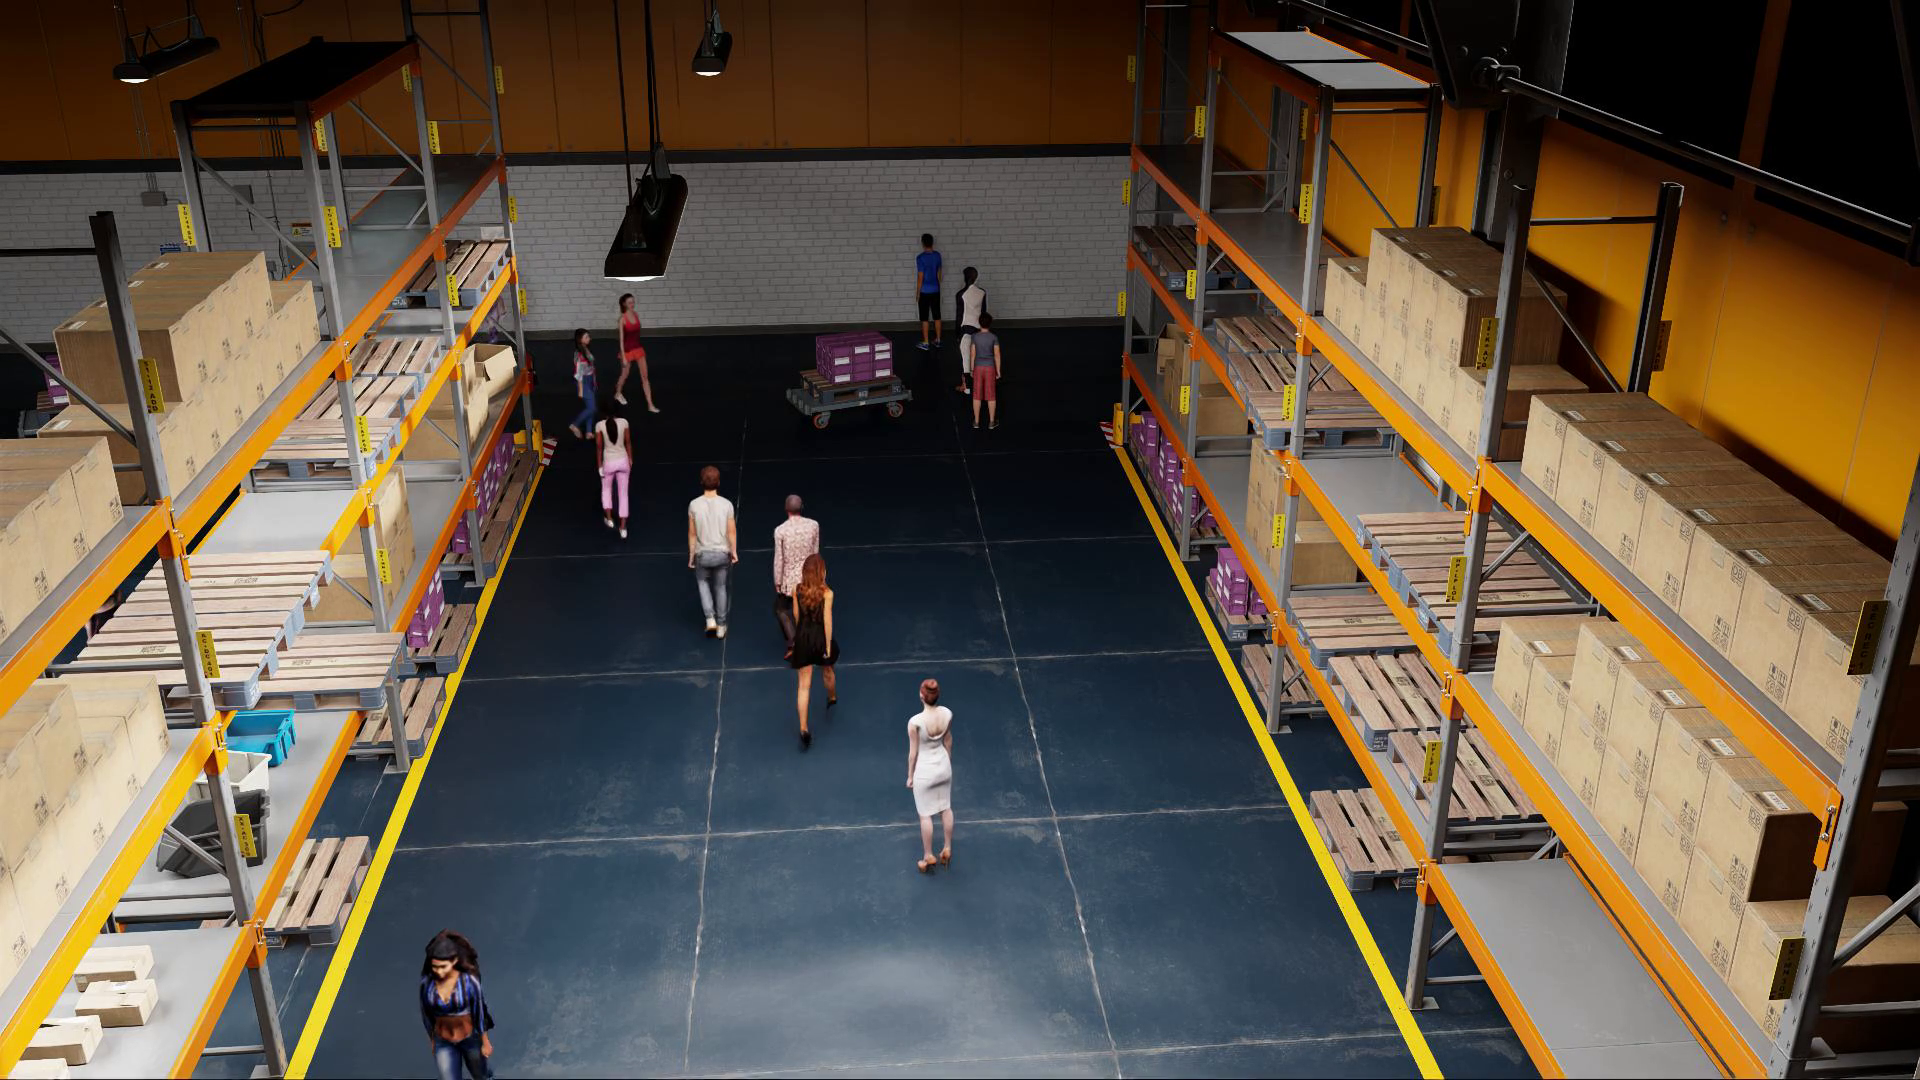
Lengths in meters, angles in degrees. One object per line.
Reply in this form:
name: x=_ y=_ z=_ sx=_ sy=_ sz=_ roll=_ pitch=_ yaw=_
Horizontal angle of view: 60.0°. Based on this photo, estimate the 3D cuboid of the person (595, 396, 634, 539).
person: x=-4.083 y=-0.848 z=19.798 sx=0.676 sy=1.723 sz=0.839 roll=-6 pitch=24 yaw=-14

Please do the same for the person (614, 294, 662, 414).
person: x=-4.805 y=-2.707 z=24.073 sx=1.186 sy=1.705 sz=1.102 roll=20 pitch=30 yaw=37

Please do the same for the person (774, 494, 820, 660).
person: x=-1.605 y=0.425 z=16.797 sx=0.804 sy=1.795 sz=0.826 roll=-12 pitch=26 yaw=-26

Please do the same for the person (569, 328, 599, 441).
person: x=-5.234 y=-2.138 z=22.901 sx=0.723 sy=1.602 sz=0.655 roll=2 pitch=24 yaw=5

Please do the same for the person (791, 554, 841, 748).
person: x=-1.399 y=1.054 z=15.381 sx=0.788 sy=1.776 sz=1.196 roll=4 pitch=24 yaw=9

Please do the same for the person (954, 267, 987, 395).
person: x=0.153 y=-3.139 z=24.832 sx=0.775 sy=1.890 sz=0.747 roll=-13 pitch=27 yaw=-27

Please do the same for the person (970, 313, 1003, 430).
person: x=0.347 y=-2.383 z=23.401 sx=0.643 sy=1.650 sz=0.601 roll=4 pitch=24 yaw=9

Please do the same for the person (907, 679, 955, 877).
person: x=-0.228 y=1.899 z=13.431 sx=0.634 sy=1.791 sz=0.626 roll=-13 pitch=27 yaw=-28

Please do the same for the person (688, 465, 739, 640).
person: x=-2.559 y=0.190 z=17.236 sx=0.706 sy=1.873 sz=0.721 roll=-5 pitch=24 yaw=-10

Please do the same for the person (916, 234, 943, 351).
person: x=-0.490 y=-4.015 z=26.862 sx=0.701 sy=1.868 sz=0.719 roll=-16 pitch=28 yaw=-32

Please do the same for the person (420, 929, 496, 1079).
person: x=-3.200 y=3.191 z=10.724 sx=0.619 sy=1.592 sz=0.993 roll=-2 pitch=24 yaw=-3
